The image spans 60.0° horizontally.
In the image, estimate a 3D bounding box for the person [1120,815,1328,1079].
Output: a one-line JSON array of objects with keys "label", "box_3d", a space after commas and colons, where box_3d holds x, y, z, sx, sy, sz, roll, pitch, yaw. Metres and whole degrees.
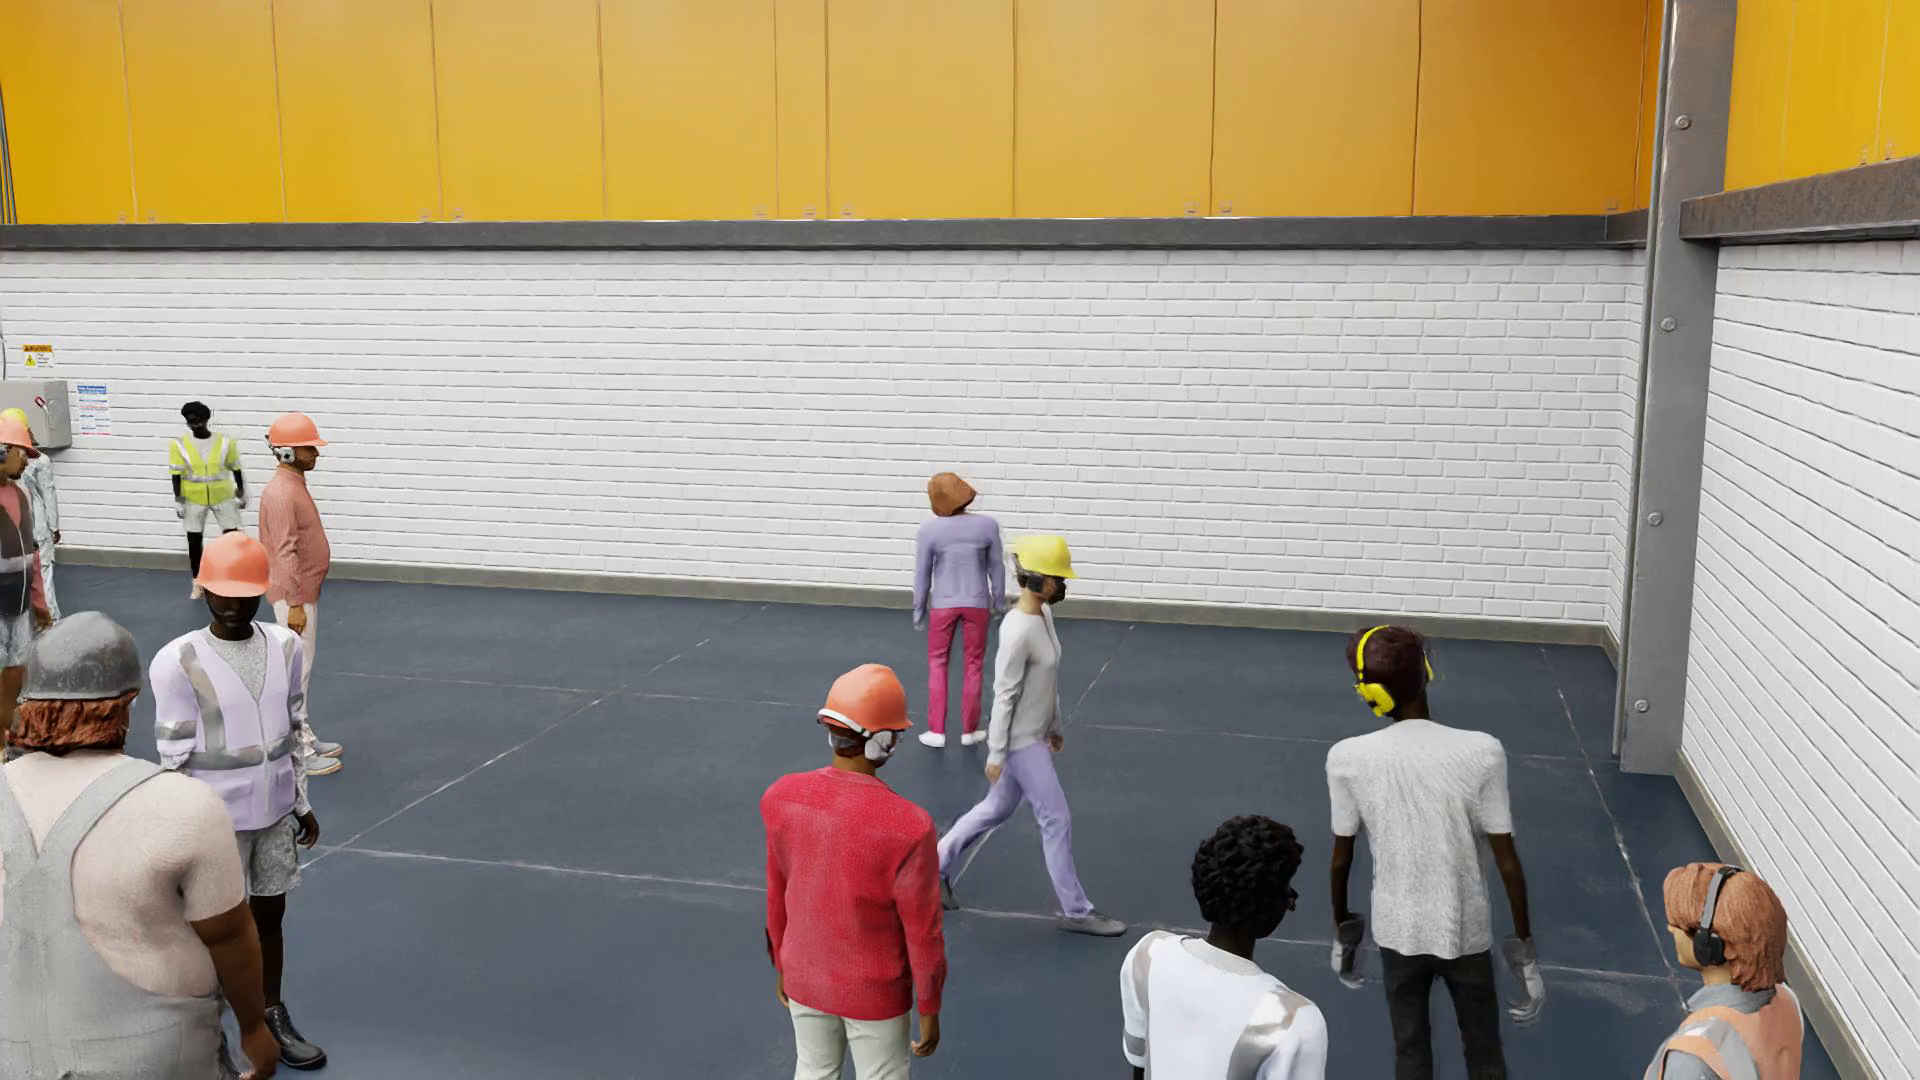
[{"label": "person", "box_3d": [0.556, 1.406, 3.544, 0.319, 1.686, 0.539, -8, 13, -40]}]

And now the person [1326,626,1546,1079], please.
[{"label": "person", "box_3d": [1.326, 1.144, 4.698, 0.618, 1.815, 0.348, 3, 10, 19]}]

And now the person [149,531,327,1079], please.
[{"label": "person", "box_3d": [-2.423, 0.923, 5.653, 0.375, 1.934, 0.547, 6, 11, 31]}]

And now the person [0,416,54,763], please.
[{"label": "person", "box_3d": [-5.111, 0.357, 8.825, 0.411, 2.002, 0.711, 1, 10, 5]}]

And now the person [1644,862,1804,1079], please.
[{"label": "person", "box_3d": [1.539, 1.458, 3.401, 0.316, 1.632, 0.521, 9, 13, 42]}]

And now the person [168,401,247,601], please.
[{"label": "person", "box_3d": [-6.245, -0.325, 13.801, 0.564, 1.678, 0.375, -4, 11, -24]}]

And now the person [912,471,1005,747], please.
[{"label": "person", "box_3d": [-0.006, 0.411, 9.607, 0.542, 1.622, 0.331, -1, 10, -5]}]

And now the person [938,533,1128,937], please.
[{"label": "person", "box_3d": [0.222, 0.804, 6.989, 0.914, 1.719, 0.530, 2, 10, 12]}]

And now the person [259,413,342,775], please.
[{"label": "person", "box_3d": [-3.645, 0.291, 9.195, 0.392, 1.992, 0.623, -3, 10, -17]}]

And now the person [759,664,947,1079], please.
[{"label": "person", "box_3d": [-0.278, 1.198, 4.607, 0.575, 1.740, 0.349, 6, 11, 30]}]

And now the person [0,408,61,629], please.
[{"label": "person", "box_3d": [-6.876, -0.101, 12.237, 0.486, 1.746, 0.290, -1, 10, -7]}]
